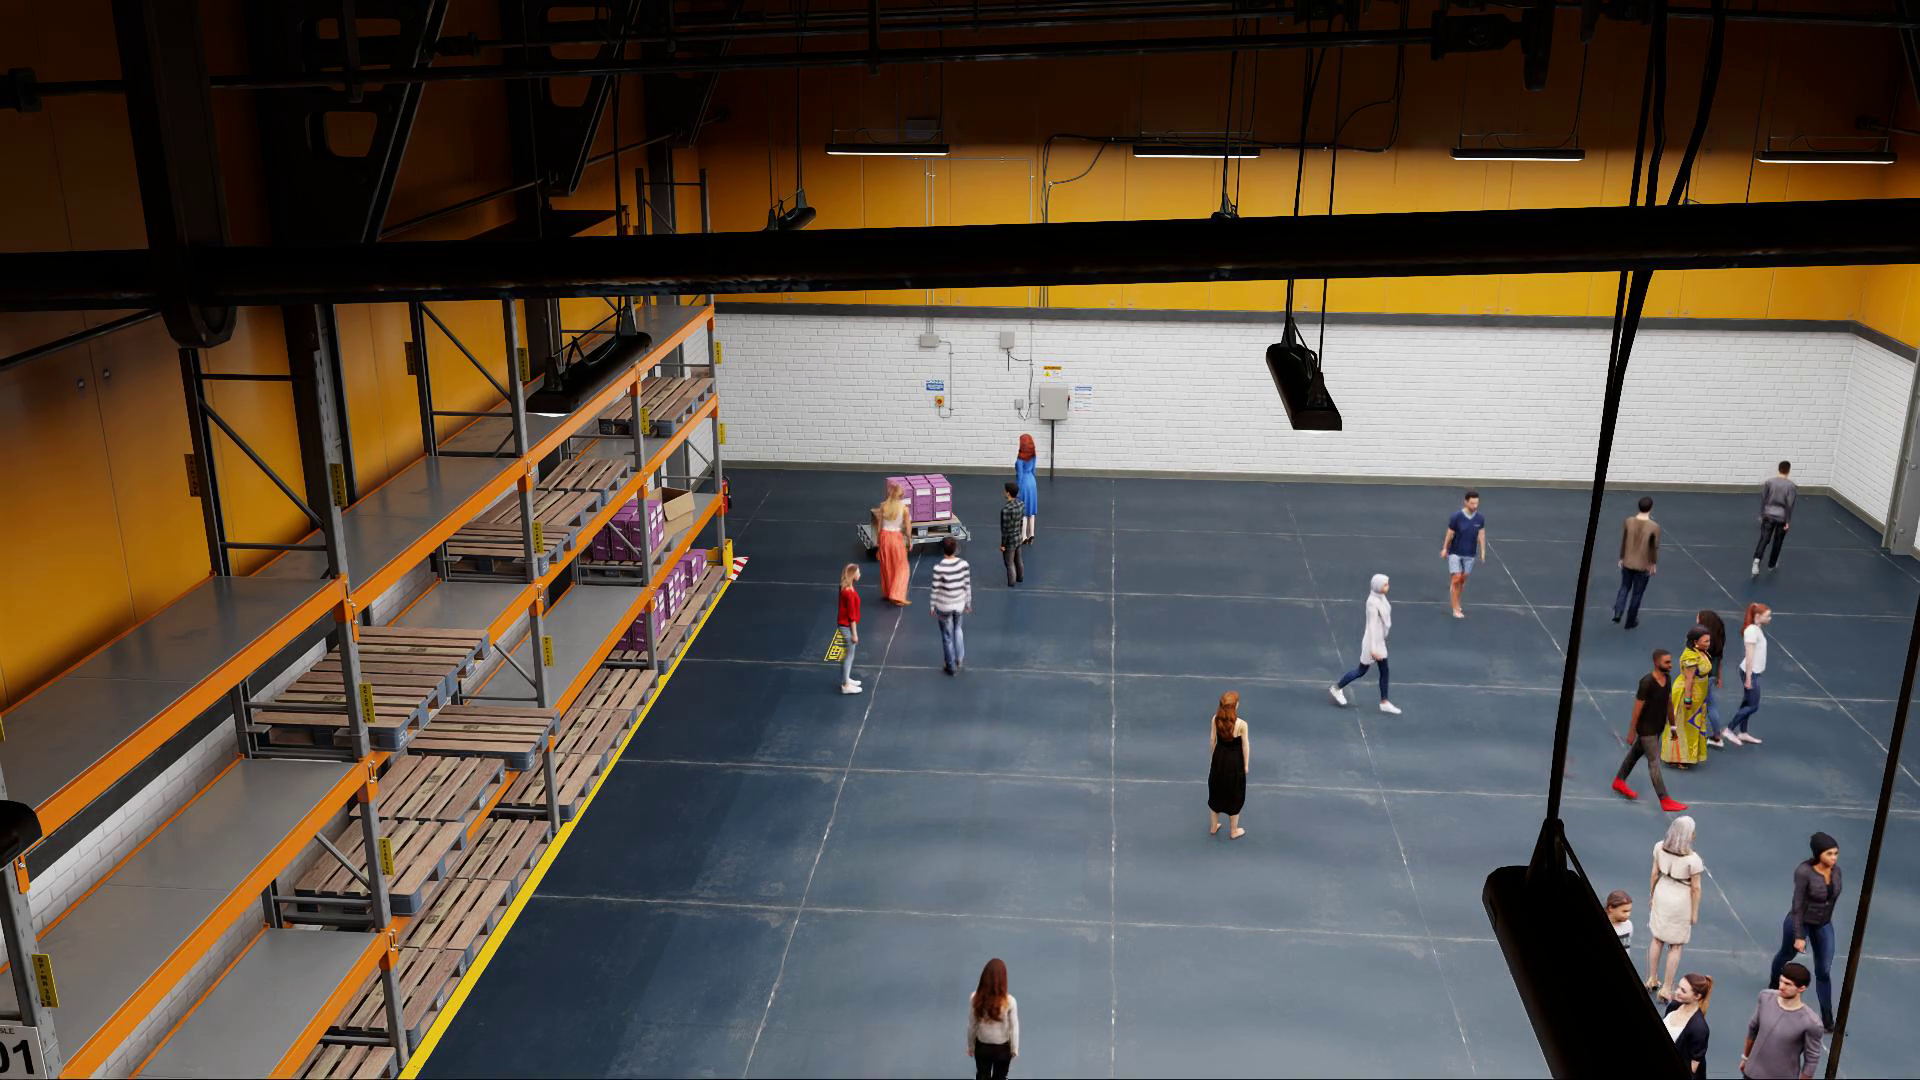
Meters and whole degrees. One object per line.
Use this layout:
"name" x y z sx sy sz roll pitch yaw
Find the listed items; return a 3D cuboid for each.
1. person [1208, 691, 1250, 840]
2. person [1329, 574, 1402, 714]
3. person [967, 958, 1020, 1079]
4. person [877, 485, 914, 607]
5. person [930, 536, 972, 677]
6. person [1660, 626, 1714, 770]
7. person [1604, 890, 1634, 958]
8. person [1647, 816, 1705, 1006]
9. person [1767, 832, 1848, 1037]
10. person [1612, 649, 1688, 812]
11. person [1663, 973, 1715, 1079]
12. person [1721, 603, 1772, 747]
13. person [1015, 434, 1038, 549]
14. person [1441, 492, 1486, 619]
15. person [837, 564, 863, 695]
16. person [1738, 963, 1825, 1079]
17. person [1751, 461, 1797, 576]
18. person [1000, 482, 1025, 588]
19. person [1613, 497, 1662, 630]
"person" 2.766 2.311 17.194 0.655 1.625 0.683 10 21 28
"person" 4.918 1.253 20.152 1.031 1.741 1.149 12 22 31
"person" 0.238 3.906 12.695 0.622 1.473 0.790 5 19 14
"person" -0.983 0.059 23.628 0.792 1.786 0.796 0 19 1
"person" -0.078 0.872 21.129 0.788 1.840 0.798 -7 20 -21
"person" 8.248 1.749 18.809 1.044 1.660 0.914 11 22 30
"person" 5.284 3.549 13.615 0.608 1.563 0.634 -6 20 -18
"person" 6.165 3.192 14.401 0.787 1.738 0.723 -13 23 -35
"person" 7.168 3.277 14.201 0.777 1.704 1.180 -2 19 -6
"person" 7.343 1.997 17.909 1.135 1.764 1.217 -14 23 -35
"person" 5.316 3.934 12.282 0.735 1.684 0.569 -2 19 -7
"person" 9.103 1.544 19.304 0.759 1.730 0.708 8 20 23
"person" 1.031 -0.777 26.044 0.770 1.829 0.680 14 23 37
"person" 7.004 0.155 23.312 0.783 1.806 1.039 -1 19 -4
"person" -1.398 1.093 20.691 0.748 1.701 0.597 -5 19 -16
"person" 5.949 3.894 12.134 0.806 1.854 0.692 -10 21 -28
"person" 12.124 -0.303 24.778 0.990 1.738 1.152 15 23 37
"person" 0.778 -0.029 24.491 0.791 1.714 0.679 13 22 33
"person" 9.187 0.340 22.652 0.819 1.877 0.875 17 25 42
